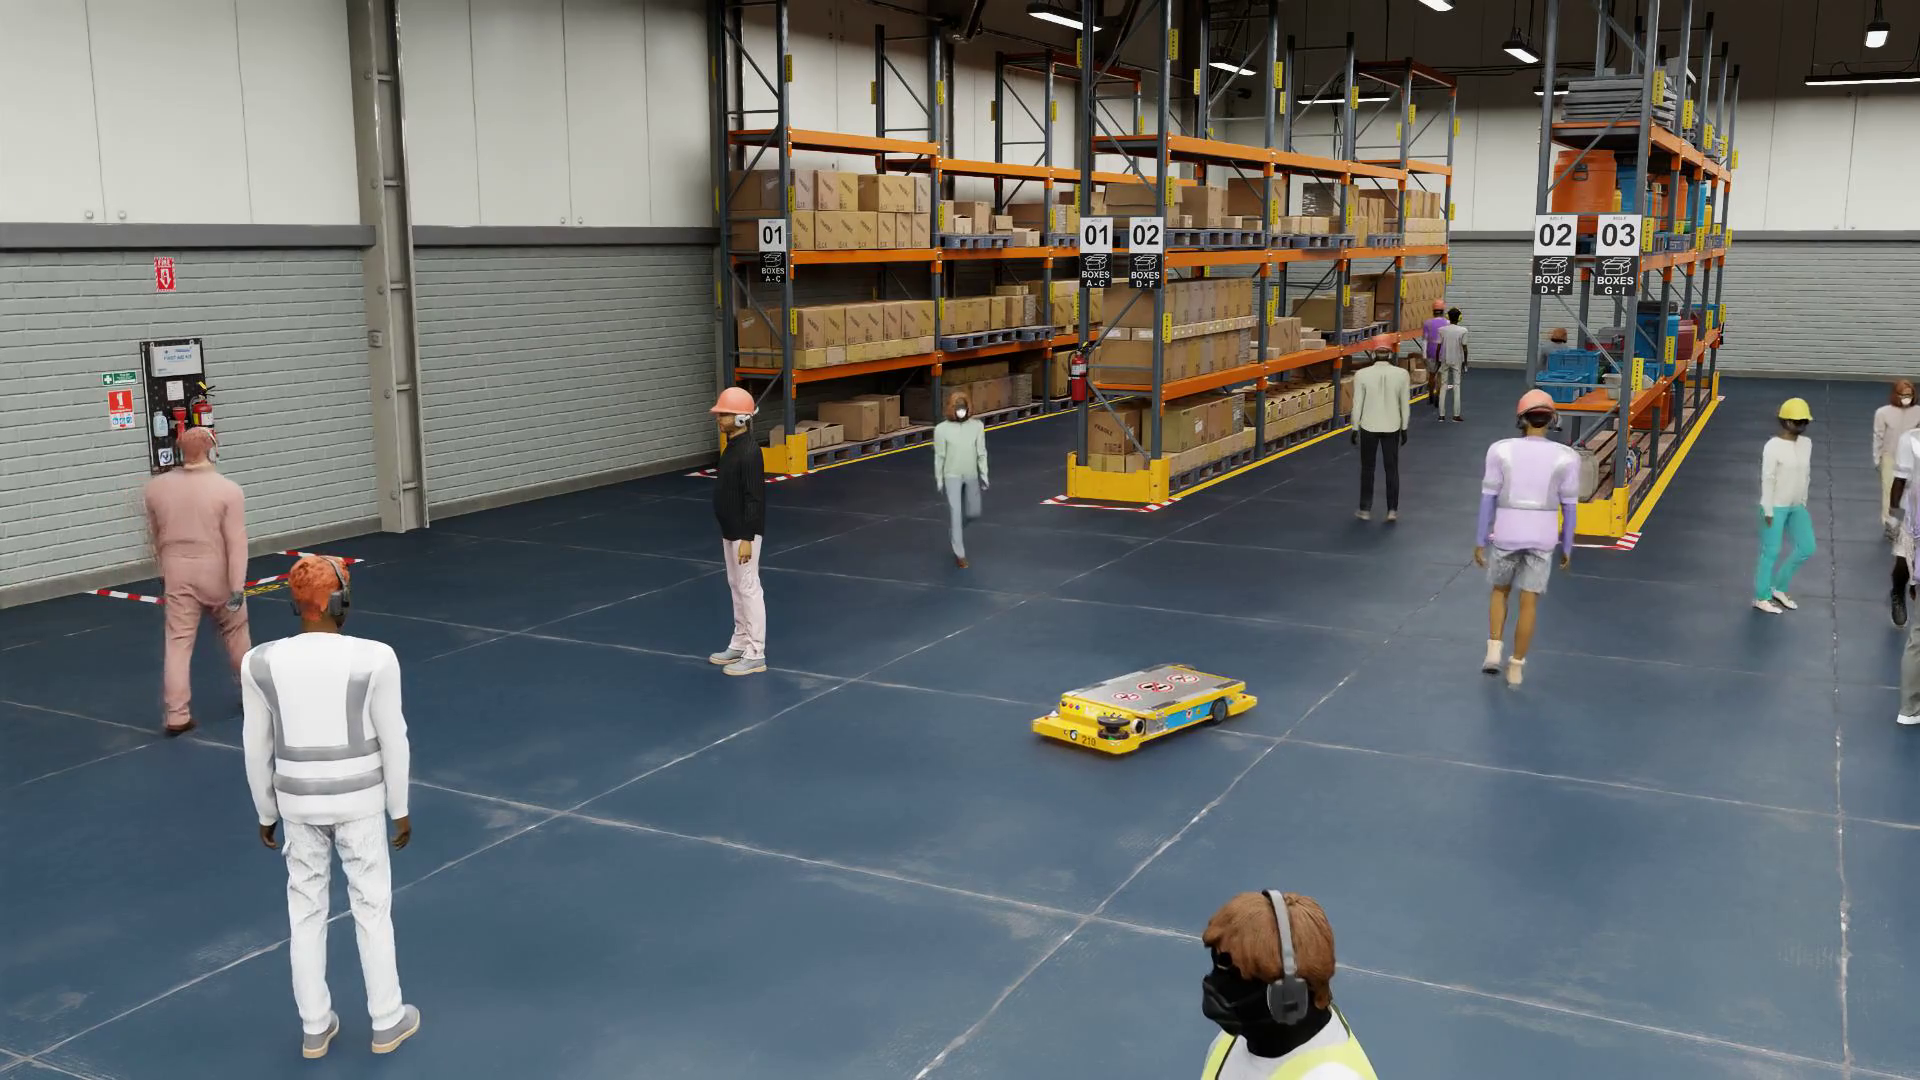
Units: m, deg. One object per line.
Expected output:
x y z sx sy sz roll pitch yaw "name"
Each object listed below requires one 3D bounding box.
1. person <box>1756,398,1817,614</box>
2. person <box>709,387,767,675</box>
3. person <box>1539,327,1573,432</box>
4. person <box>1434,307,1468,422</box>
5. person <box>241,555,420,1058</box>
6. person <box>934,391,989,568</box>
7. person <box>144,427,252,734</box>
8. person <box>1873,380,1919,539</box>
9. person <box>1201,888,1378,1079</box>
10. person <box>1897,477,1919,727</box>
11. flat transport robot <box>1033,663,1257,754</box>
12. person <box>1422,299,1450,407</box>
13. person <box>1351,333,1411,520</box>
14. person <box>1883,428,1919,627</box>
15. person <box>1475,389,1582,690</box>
6.627 -0.267 13.333 0.543 1.750 0.392 -5 11 -24 "person"
-1.539 -0.067 11.572 0.375 1.997 0.611 -4 11 -23 "person"
9.200 -2.475 25.706 0.532 1.627 0.316 6 12 29 "person"
8.031 -2.862 27.173 0.538 1.866 0.312 5 12 26 "person"
-2.314 0.985 6.139 0.575 1.885 0.359 -1 10 -4 "person"
-0.006 -0.578 15.367 0.518 1.618 0.545 -4 11 -22 "person"
-4.700 0.223 10.384 0.663 1.857 1.011 0 10 1 "person"
9.385 -0.797 16.619 0.511 1.613 0.426 4 11 21 "person"
0.601 1.550 3.219 0.430 1.836 0.628 0 10 -2 "person"
6.001 0.236 10.109 0.363 1.928 0.587 -3 11 -15 "person"
1.171 1.023 10.341 0.652 0.197 1.431 10 14 44 "flat transport robot"
8.519 -3.337 29.681 0.553 1.906 0.907 4 11 21 "person"
4.495 -1.208 17.798 0.622 1.992 0.396 1 10 3 "person"
7.257 -0.198 12.412 0.651 1.947 0.746 4 11 20 "person"
3.811 -0.003 11.193 0.639 1.999 0.542 4 11 19 "person"
